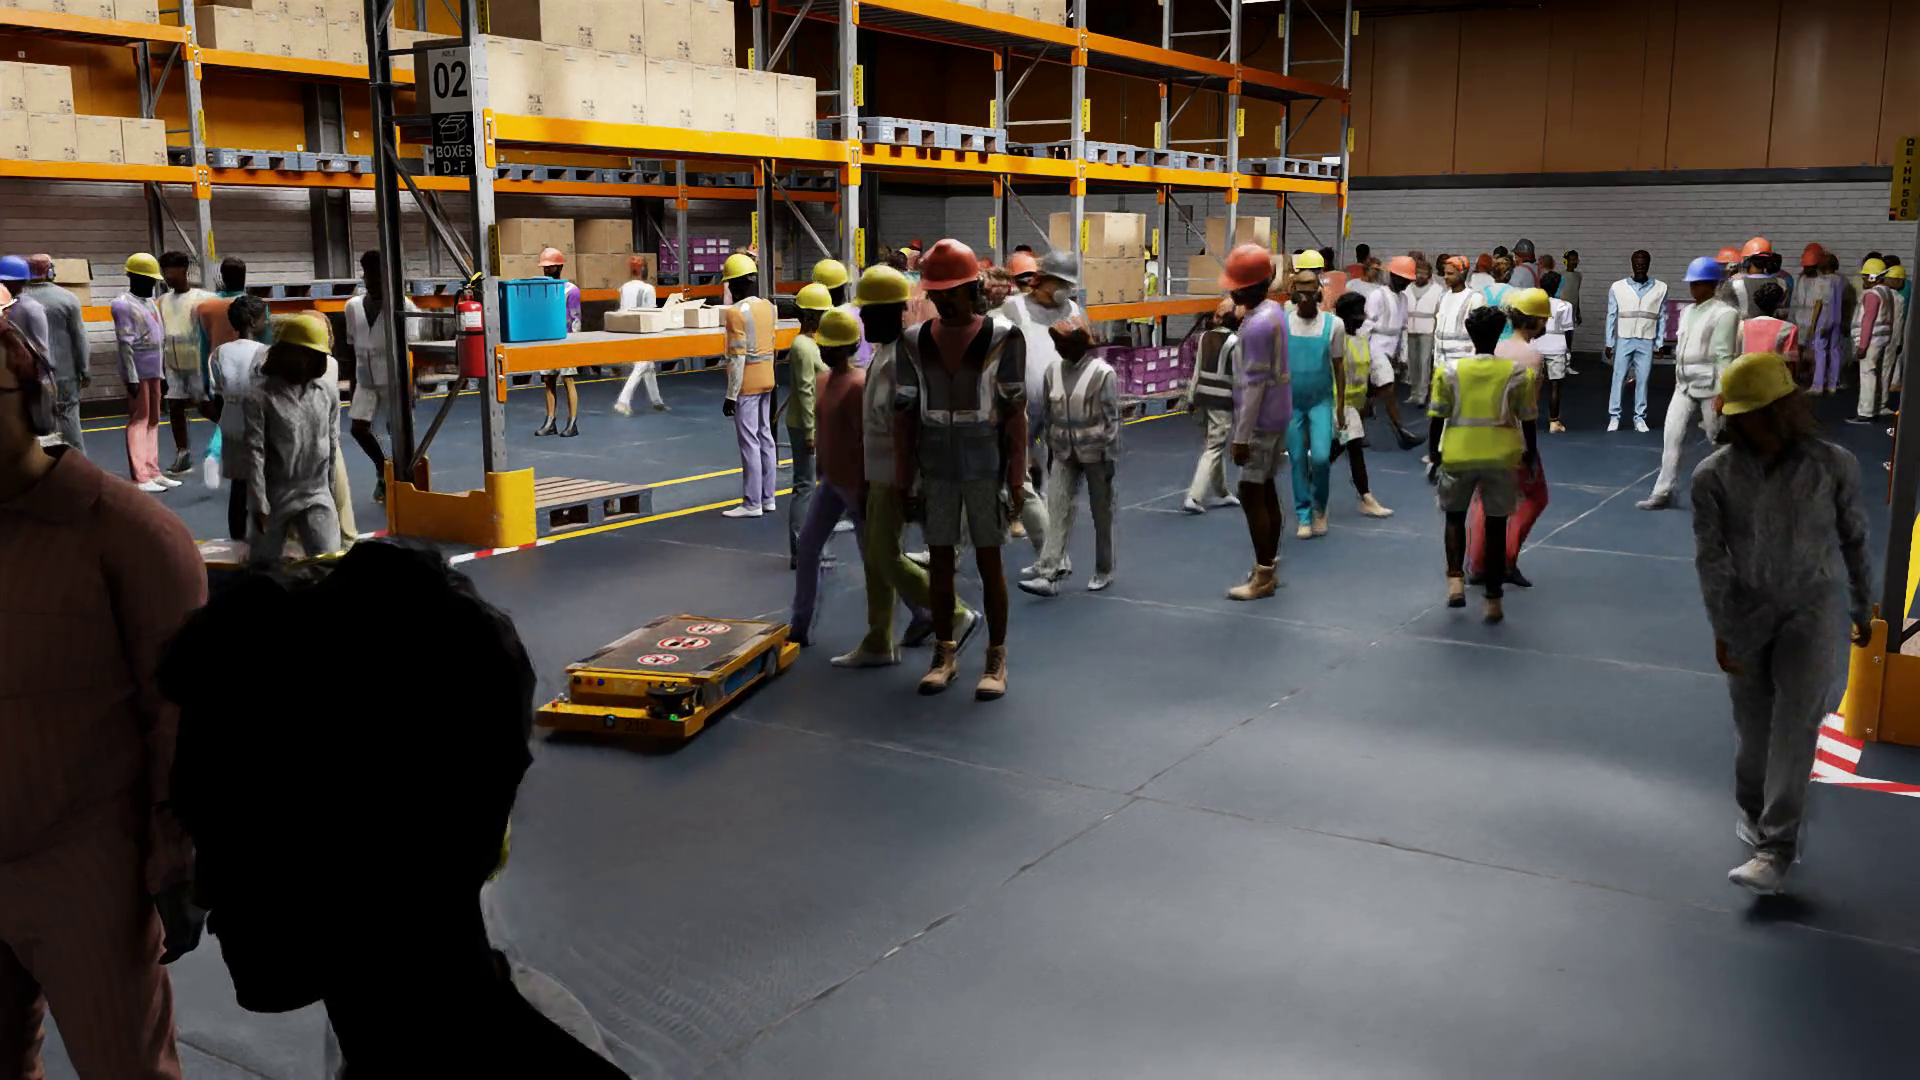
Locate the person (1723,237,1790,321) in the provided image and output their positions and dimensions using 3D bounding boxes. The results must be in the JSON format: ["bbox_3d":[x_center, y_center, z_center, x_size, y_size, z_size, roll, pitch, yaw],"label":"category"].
[{"bbox_3d":[7.296,-1.758,15.366,0.608,2.044,0.372,0,10,-1],"label":"person"}]

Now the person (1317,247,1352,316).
[{"bbox_3d":[4.869,-2.826,21.622,0.689,1.938,0.445,-5,11,-26],"label":"person"}]

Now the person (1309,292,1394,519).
[{"bbox_3d":[2.862,-1.012,12.337,0.877,1.647,0.541,8,13,39],"label":"person"}]

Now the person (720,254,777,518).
[{"bbox_3d":[-1.555,-1.119,12.161,0.378,1.922,0.585,4,11,21],"label":"person"}]

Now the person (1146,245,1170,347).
[{"bbox_3d":[3.069,-3.767,26.791,0.635,1.936,0.354,-3,11,-14],"label":"person"}]

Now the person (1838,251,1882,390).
[{"bbox_3d":[12.024,-2.892,22.106,0.591,1.885,0.910,1,10,4],"label":"person"}]

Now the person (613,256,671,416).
[{"bbox_3d":[-3.713,-2.352,19.275,0.586,1.849,0.947,9,14,42],"label":"person"}]

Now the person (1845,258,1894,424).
[{"bbox_3d":[10.074,-2.192,18.398,0.406,1.824,0.585,9,14,41],"label":"person"}]

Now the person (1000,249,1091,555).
[{"bbox_3d":[0.527,-0.969,10.997,0.701,2.000,0.997,-1,10,-6],"label":"person"}]

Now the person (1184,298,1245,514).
[{"bbox_3d":[1.902,-0.991,12.345,0.698,1.604,0.577,-6,12,-30],"label":"person"}]

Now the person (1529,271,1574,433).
[{"bbox_3d":[6.182,-1.972,17.504,0.535,1.700,0.318,8,13,38],"label":"person"}]

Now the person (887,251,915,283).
[{"bbox_3d":[-0.610,-2.100,17.643,0.398,1.910,0.598,6,12,30],"label":"person"}]

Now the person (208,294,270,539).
[{"bbox_3d":[-4.302,-0.644,10.139,0.539,1.698,0.319,4,11,19],"label":"person"}]

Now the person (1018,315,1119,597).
[{"bbox_3d":[0.645,-0.460,9.392,0.545,1.584,0.859,7,12,34],"label":"person"}]

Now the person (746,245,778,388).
[{"bbox_3d":[-2.759,-3.050,22.661,0.626,1.991,0.380,9,13,39],"label":"person"}]

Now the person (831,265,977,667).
[{"bbox_3d":[-0.283,-0.323,7.781,0.594,1.909,0.594,-2,10,-11],"label":"person"}]

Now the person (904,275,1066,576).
[{"bbox_3d":[0.180,-0.669,9.925,0.988,1.836,0.707,0,10,2],"label":"person"}]

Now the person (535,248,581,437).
[{"bbox_3d":[-4.162,-2.024,17.130,0.543,1.939,0.356,3,11,18],"label":"person"}]

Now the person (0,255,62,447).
[{"bbox_3d":[-7.556,-1.331,13.390,0.614,1.900,0.884,7,12,33],"label":"person"}]

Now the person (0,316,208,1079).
[{"bbox_3d":[-1.628,0.568,2.895,0.667,1.918,0.410,0,10,2],"label":"person"}]

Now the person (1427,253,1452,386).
[{"bbox_3d":[6.657,-3.051,23.116,0.508,1.840,0.342,-2,10,-11],"label":"person"}]

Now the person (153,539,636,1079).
[{"bbox_3d":[-0.316,0.922,1.083,0.366,1.844,0.551,-6,12,-29],"label":"person"}]

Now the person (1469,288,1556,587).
[{"bbox_3d":[3.202,-0.578,9.644,0.429,1.747,0.556,-3,11,-15],"label":"person"}]

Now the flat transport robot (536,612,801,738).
[{"bbox_3d":[-1.247,0.569,7.383,0.652,0.197,1.431,2,11,13],"label":"flat transport robot"}]

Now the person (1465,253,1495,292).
[{"bbox_3d":[6.991,-2.924,22.352,0.605,1.857,0.755,2,10,10],"label":"person"}]

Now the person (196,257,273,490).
[{"bbox_3d":[-5.818,-1.317,13.345,0.590,1.895,0.732,1,10,3],"label":"person"}]

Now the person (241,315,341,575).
[{"bbox_3d":[-3.141,-0.213,7.806,0.929,1.682,0.497,10,14,43],"label":"person"}]

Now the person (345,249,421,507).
[{"bbox_3d":[-4.376,-1.213,12.592,0.629,1.950,0.425,2,10,11],"label":"person"}]

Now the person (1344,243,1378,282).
[{"bbox_3d":[6.472,-3.809,26.938,0.614,1.964,0.361,6,12,29],"label":"person"}]

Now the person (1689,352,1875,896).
[{"bbox_3d":[2.548,0.256,5.202,0.533,1.678,0.771,6,12,28],"label":"person"}]

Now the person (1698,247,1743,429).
[{"bbox_3d":[8.285,-2.148,17.814,0.764,1.944,0.628,4,11,19],"label":"person"}]
